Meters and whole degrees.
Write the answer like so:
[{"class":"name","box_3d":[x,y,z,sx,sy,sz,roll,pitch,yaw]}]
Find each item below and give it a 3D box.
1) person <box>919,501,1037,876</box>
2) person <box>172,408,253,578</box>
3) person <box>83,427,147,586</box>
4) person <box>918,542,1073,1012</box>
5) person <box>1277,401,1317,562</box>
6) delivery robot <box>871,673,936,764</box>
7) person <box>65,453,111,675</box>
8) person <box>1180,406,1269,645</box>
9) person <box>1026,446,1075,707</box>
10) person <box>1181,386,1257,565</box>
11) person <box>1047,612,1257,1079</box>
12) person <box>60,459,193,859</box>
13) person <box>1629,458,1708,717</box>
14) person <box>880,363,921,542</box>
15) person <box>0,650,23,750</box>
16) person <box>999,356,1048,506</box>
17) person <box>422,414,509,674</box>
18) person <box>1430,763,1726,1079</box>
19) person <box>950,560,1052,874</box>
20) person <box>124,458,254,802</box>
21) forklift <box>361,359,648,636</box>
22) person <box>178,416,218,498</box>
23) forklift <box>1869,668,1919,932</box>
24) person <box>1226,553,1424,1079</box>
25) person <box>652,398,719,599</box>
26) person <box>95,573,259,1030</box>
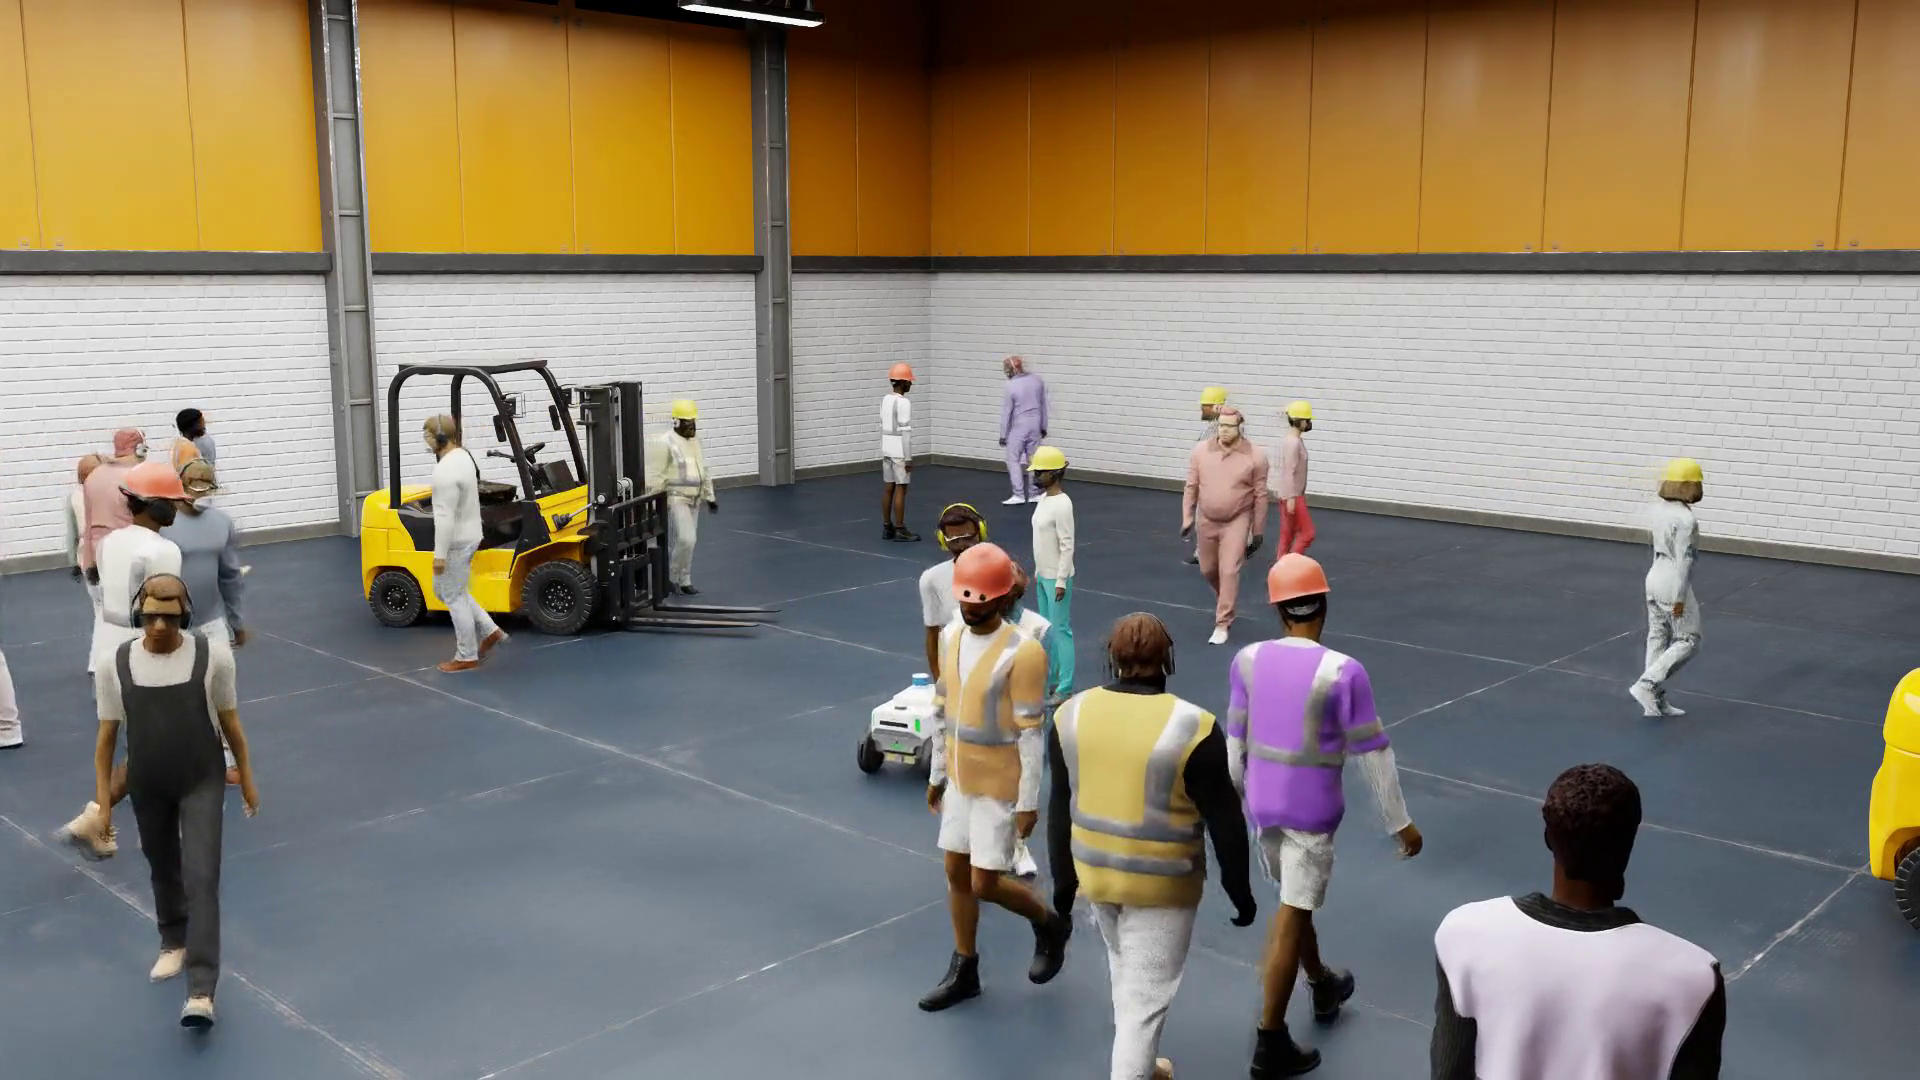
[{"class":"person","box_3d":[0.098,0.725,8.106,0.554,1.826,0.802,-3,10,-18]},{"class":"person","box_3d":[-7.095,-0.404,15.529,0.837,1.652,0.547,-6,11,-33]},{"class":"person","box_3d":[-5.657,0.150,11.524,0.661,1.860,0.877,6,11,34]},{"class":"person","box_3d":[0.144,0.931,6.606,0.562,1.914,0.572,-7,12,-38]},{"class":"person","box_3d":[3.108,-0.396,15.191,0.449,1.751,0.546,2,9,12]},{"class":"delivery robot","box_3d":[-0.230,1.033,9.834,0.477,0.478,0.707,4,10,25]},{"class":"person","box_3d":[-6.289,0.175,12.201,0.522,1.647,0.536,3,10,16]},{"class":"person","box_3d":[2.141,-0.150,13.352,0.652,1.878,0.874,5,10,26]},{"class":"person","box_3d":[0.604,0.243,11.266,0.321,1.767,0.533,-2,10,-14]},{"class":"person","box_3d":[2.602,-0.626,16.485,0.699,1.813,0.588,-1,9,-5]},{"class":"person","box_3d":[0.675,1.141,5.629,0.647,1.805,0.794,8,12,39]},{"class":"person","box_3d":[-4.112,0.613,8.245,0.647,2.013,0.722,7,11,35]},{"class":"person","box_3d":[4.634,0.325,10.859,0.399,1.733,0.487,-1,9,-6]},{"class":"person","box_3d":[-0.655,-0.948,18.038,0.379,1.938,0.547,-5,11,-30]},{"class":"person","box_3d":[-6.153,0.389,10.025,0.833,1.870,0.682,-3,10,-18]},{"class":"person","box_3d":[0.796,-1.372,20.872,0.728,1.873,0.395,-7,11,-35]},{"class":"person","box_3d":[-3.636,0.040,12.033,0.476,1.918,0.646,-1,9,-8]},{"class":"person","box_3d":[1.298,1.421,3.576,0.590,1.920,0.393,6,11,32]},{"class":"person","box_3d":[0.145,0.878,7.844,0.568,1.596,0.759,1,9,6]},{"class":"person","box_3d":[-4.366,0.491,9.287,0.534,1.915,0.779,5,10,27]},{"class":"forklift","box_3d":[-3.850,-0.407,13.936,2.313,2.155,1.214,2,9,11]},{"class":"person","box_3d":[-7.409,-0.478,16.173,0.518,1.609,0.331,6,11,31]},{"class":"forklift","box_3d":[5.205,0.723,7.013,2.313,2.155,1.214,9,13,43]},{"class":"person","box_3d":[1.373,1.000,6.219,0.919,1.886,0.668,-8,12,-41]},{"class":"person","box_3d":[-2.465,-0.365,14.840,0.427,1.810,0.615,4,10,24]},{"class":"person","box_3d":[-3.118,1.002,6.579,0.561,1.765,1.060,-2,10,-14]}]
